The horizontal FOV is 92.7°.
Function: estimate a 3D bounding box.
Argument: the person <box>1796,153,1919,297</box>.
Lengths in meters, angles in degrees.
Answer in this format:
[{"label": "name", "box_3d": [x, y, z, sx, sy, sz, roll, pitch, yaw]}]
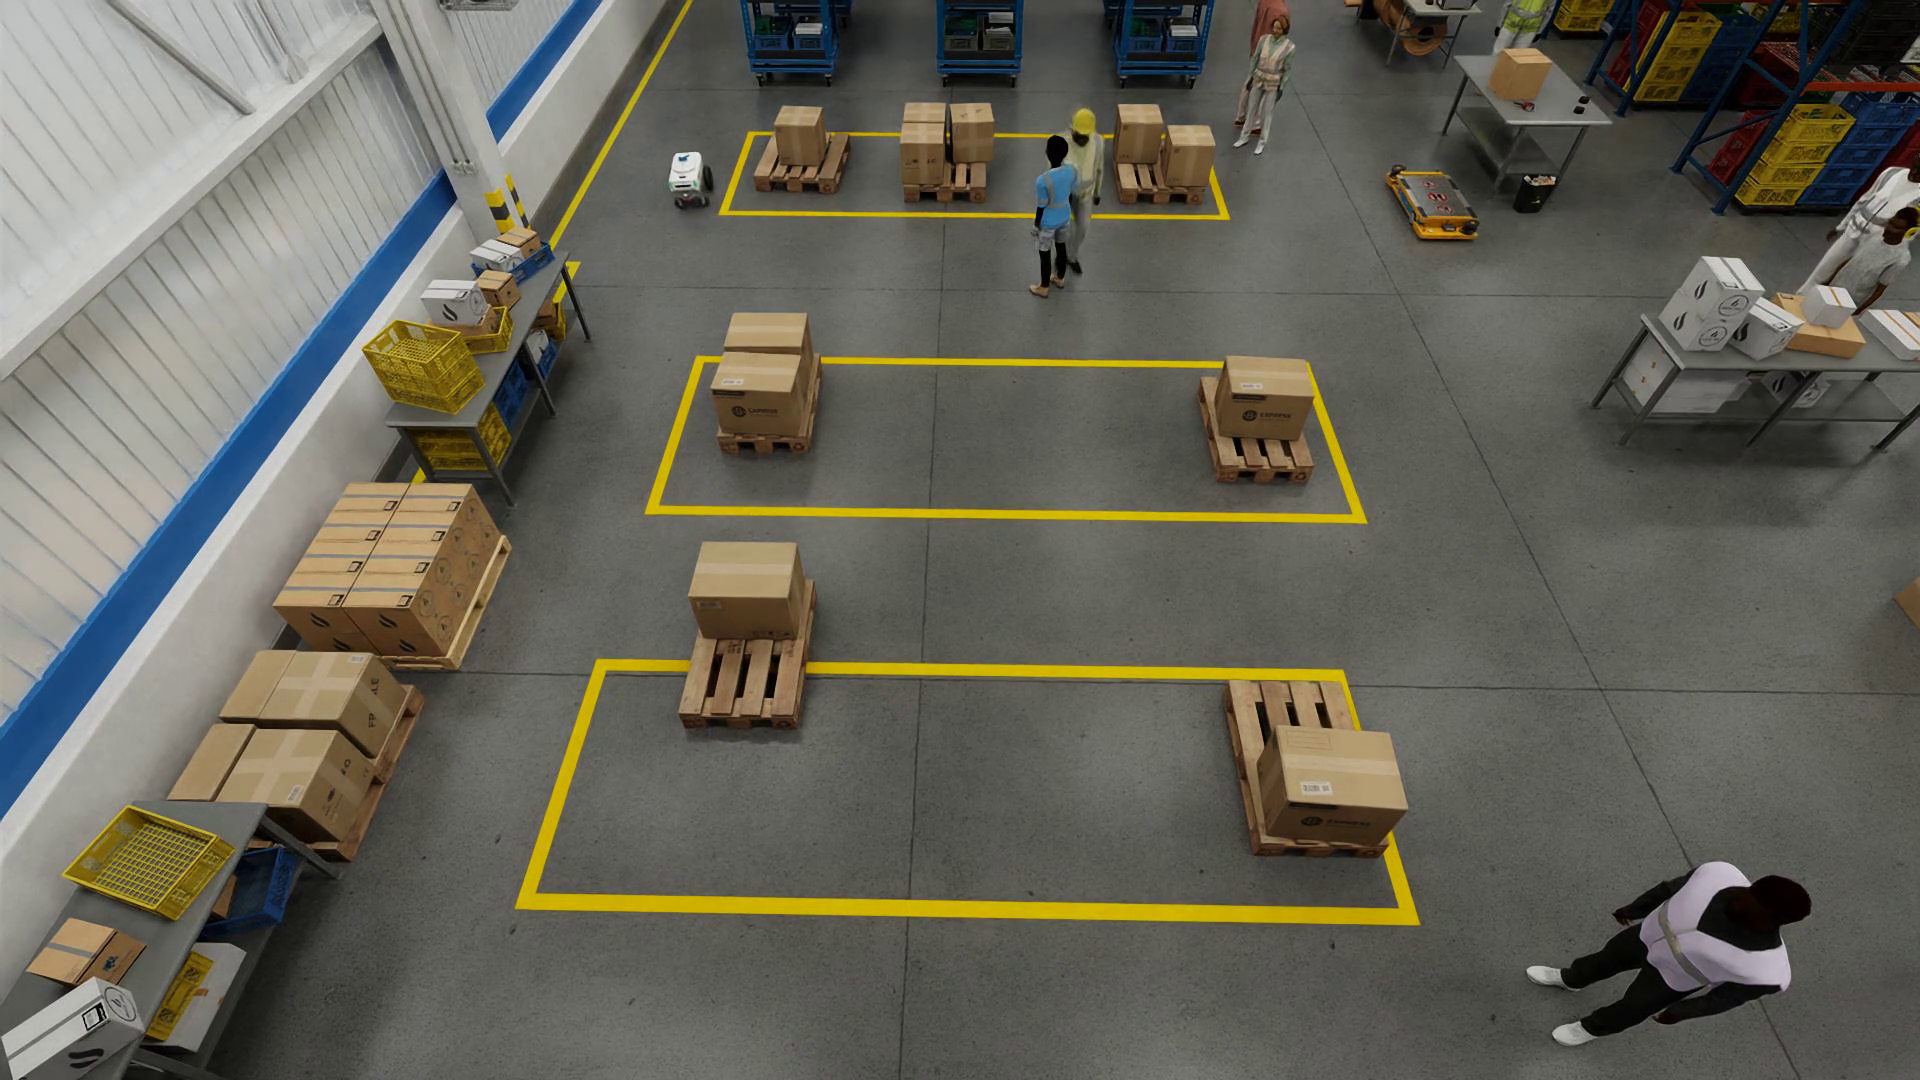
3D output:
[{"label": "person", "box_3d": [8.923, -2.968, 9.038, 0.410, 1.873, 0.592, -14, 51, -12]}]

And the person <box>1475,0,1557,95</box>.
[{"label": "person", "box_3d": [7.710, -7.064, 12.607, 0.628, 1.837, 0.431, 19, 52, 16]}]

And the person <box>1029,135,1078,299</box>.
[{"label": "person", "box_3d": [0.948, -3.306, 9.439, 0.540, 1.695, 0.317, -33, 57, -25]}]

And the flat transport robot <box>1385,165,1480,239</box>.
[{"label": "flat transport robot", "box_3d": [5.692, -4.094, 11.059, 0.652, 0.197, 1.431, 1, 49, 1]}]

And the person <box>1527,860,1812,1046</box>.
[{"label": "person", "box_3d": [3.559, 2.107, 4.612, 0.391, 1.916, 0.593, -1, 49, -1]}]

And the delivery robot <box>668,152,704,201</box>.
[{"label": "delivery robot", "box_3d": [-3.314, -4.433, 11.106, 0.477, 0.478, 0.707, -4, 49, -4]}]

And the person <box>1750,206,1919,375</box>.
[{"label": "person", "box_3d": [7.980, -2.166, 8.347, 0.328, 1.861, 0.510, -1, 49, -1]}]

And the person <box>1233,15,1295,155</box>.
[{"label": "person", "box_3d": [3.875, -5.755, 11.596, 0.521, 1.640, 0.307, 32, 56, 25]}]

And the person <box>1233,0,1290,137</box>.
[{"label": "person", "box_3d": [3.952, -6.261, 11.804, 0.388, 1.992, 0.622, -17, 51, -14]}]

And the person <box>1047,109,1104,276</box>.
[{"label": "person", "box_3d": [1.201, -3.607, 9.628, 0.642, 1.805, 0.531, -7, 49, -6]}]
